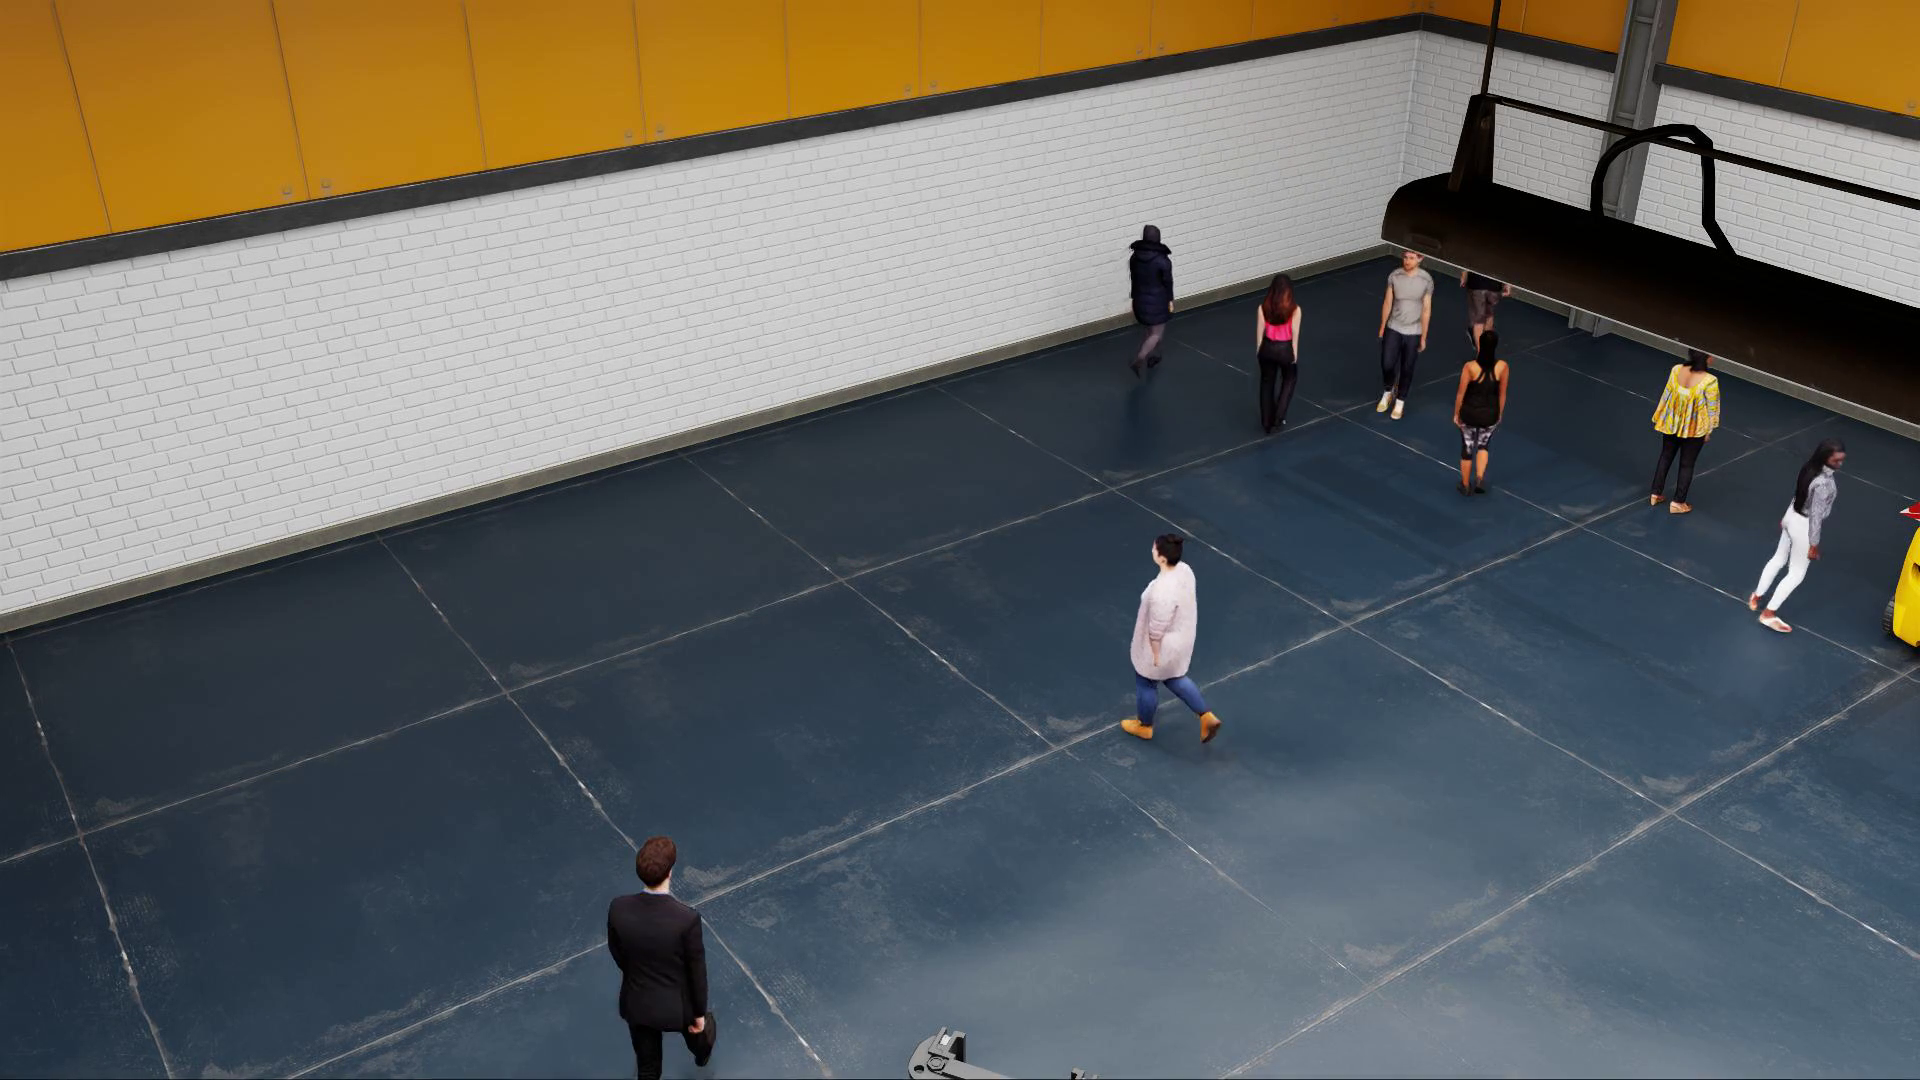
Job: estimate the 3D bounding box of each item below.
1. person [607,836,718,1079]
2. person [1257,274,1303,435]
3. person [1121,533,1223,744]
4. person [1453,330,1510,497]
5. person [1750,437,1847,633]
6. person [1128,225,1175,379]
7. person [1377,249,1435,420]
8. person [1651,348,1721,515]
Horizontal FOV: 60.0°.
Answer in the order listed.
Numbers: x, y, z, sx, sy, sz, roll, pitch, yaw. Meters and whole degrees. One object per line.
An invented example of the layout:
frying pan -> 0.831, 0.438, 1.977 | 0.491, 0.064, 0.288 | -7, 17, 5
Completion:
person -> -1.555, 2.416, 8.502 | 1.143, 1.839, 1.283 | 1, 29, 2
person -> 3.131, -1.806, 16.439 | 0.694, 1.649, 0.769 | 10, 30, 18
person -> 1.524, 0.721, 11.725 | 1.085, 1.727, 0.885 | 19, 34, 31
person -> 4.759, -1.122, 15.180 | 0.773, 1.654, 0.837 | 2, 29, 3
person -> 6.645, -0.093, 13.241 | 0.887, 1.704, 0.845 | 1, 29, 2
person -> 2.022, -2.528, 17.755 | 0.953, 1.656, 0.830 | 24, 37, 36
person -> 4.532, -2.154, 16.843 | 0.703, 1.874, 0.816 | 12, 31, 21
person -> 6.545, -1.030, 15.011 | 0.743, 1.655, 0.653 | -19, 34, -30
